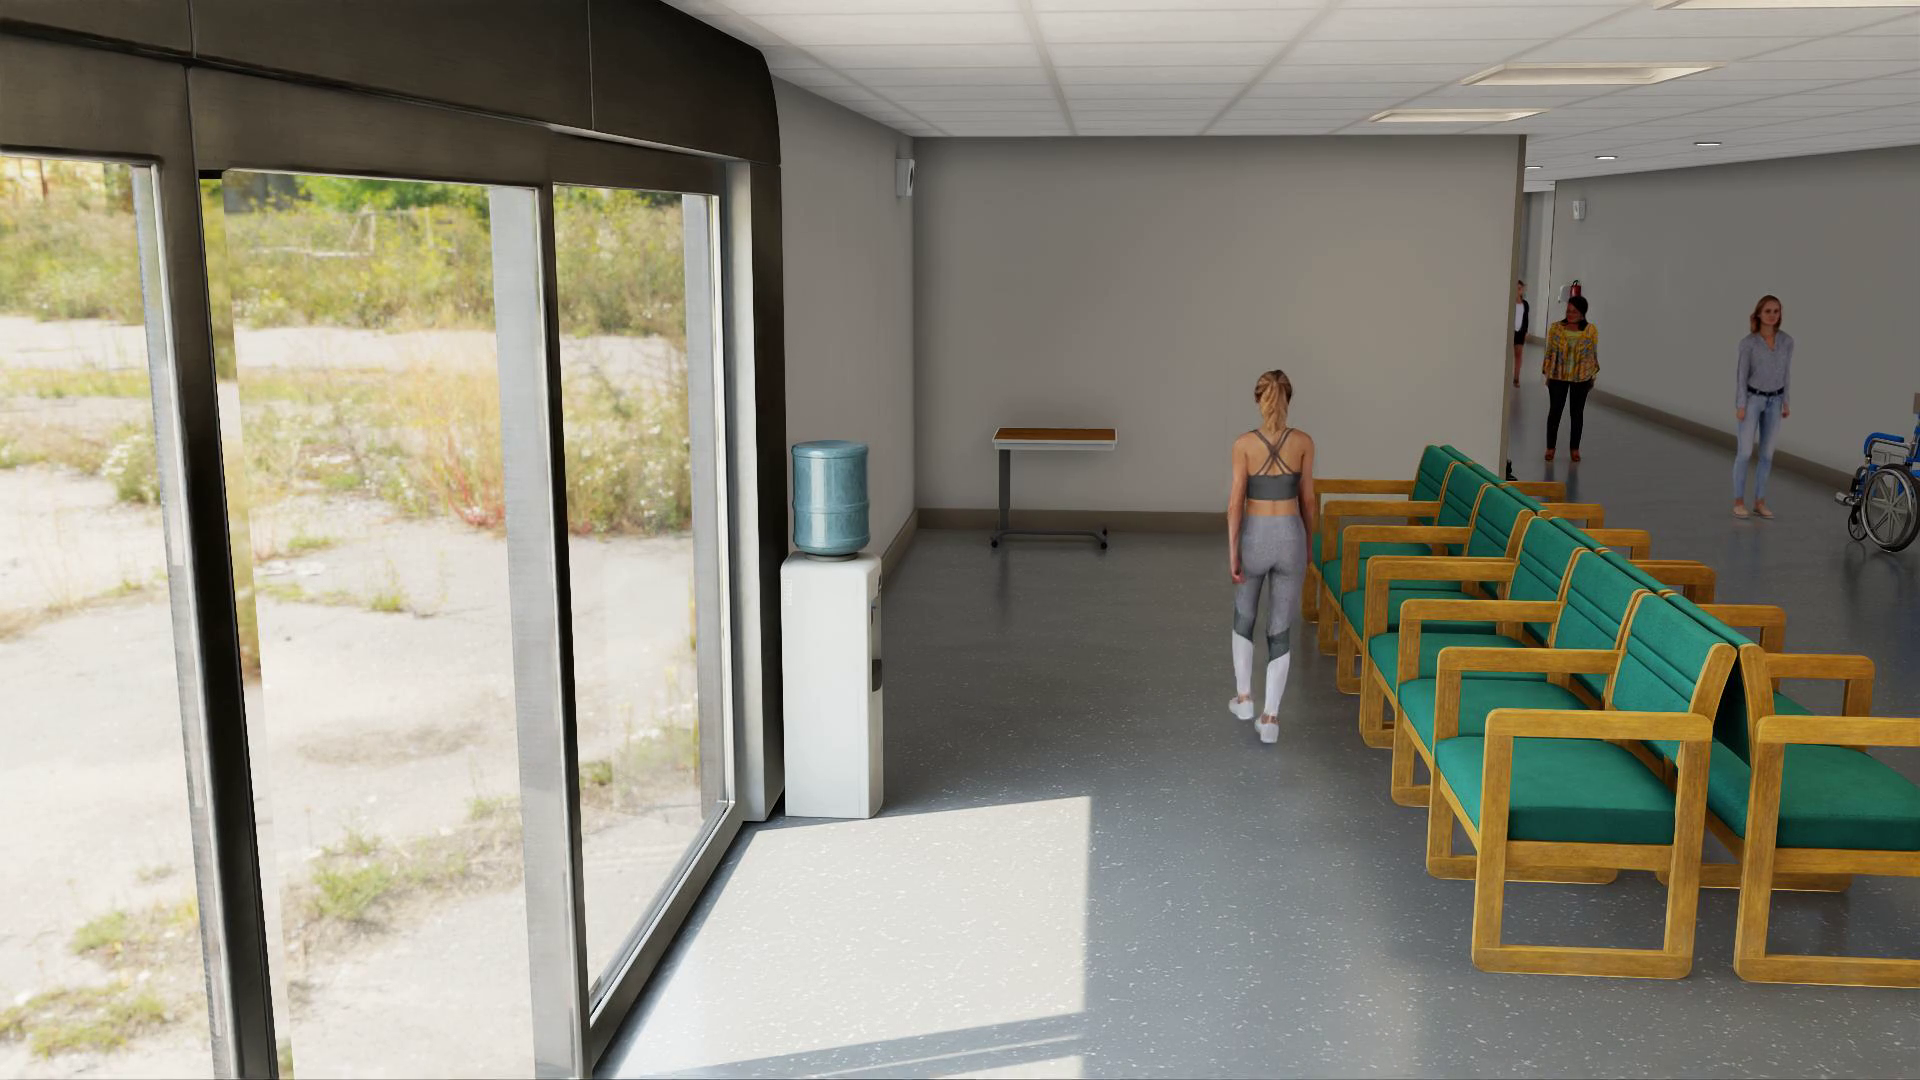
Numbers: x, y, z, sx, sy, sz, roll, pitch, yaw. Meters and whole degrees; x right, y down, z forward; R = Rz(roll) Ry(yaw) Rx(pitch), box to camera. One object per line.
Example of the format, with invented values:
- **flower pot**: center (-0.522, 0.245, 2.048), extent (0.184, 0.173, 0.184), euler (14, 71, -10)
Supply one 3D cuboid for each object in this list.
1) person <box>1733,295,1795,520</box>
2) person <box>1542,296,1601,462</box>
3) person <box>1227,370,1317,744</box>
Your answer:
- **person**: center (6.450, -1.074, 13.401), extent (0.466, 1.797, 0.663), euler (0, 11, -1)
- **person**: center (6.110, -1.617, 16.656), extent (0.750, 1.650, 0.833), euler (3, 11, 16)
- **person**: center (1.423, 0.093, 7.547), extent (0.677, 1.685, 0.624), euler (1, 11, 7)
